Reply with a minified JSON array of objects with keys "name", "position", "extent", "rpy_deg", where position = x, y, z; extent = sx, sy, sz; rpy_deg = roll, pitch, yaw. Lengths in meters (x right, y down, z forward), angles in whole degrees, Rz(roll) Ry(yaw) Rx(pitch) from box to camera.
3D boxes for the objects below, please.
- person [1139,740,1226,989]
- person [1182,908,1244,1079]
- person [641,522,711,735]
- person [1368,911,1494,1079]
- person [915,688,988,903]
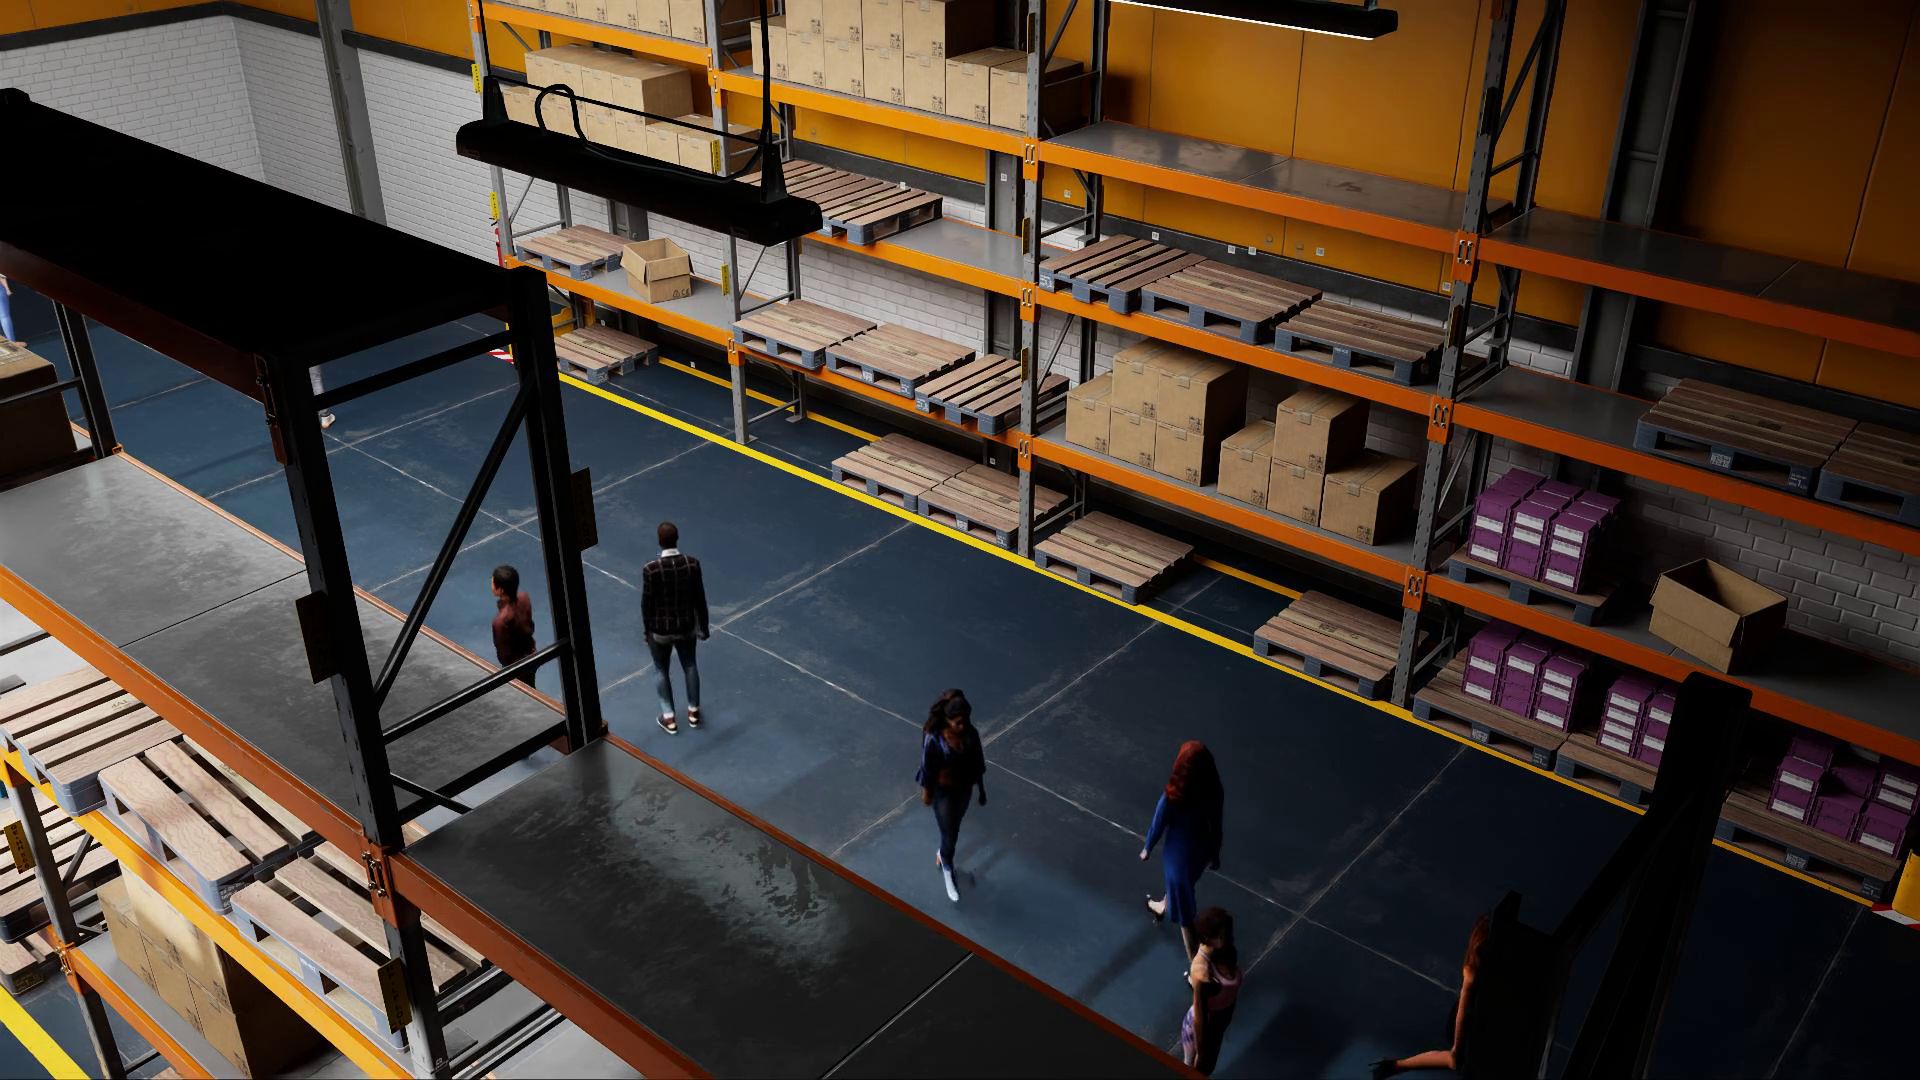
[{"name":"person","position":[1.493,2.156,10.724],"extent":[0.983,1.782,1.217],"rpy_deg":[-11,31,-20]},{"name":"person","position":[1.412,2.816,9.530],"extent":[0.634,1.767,0.660],"rpy_deg":[10,30,18]},{"name":"person","position":[-2.292,0.720,13.336],"extent":[0.797,1.802,0.803],"rpy_deg":[-12,31,-20]},{"name":"person","position":[2.852,2.796,9.525],"extent":[1.036,1.807,0.608],"rpy_deg":[19,34,31]},{"name":"person","position":[-0.091,1.714,11.717],"extent":[0.770,1.607,0.841],"rpy_deg":[-14,31,-23]}]
